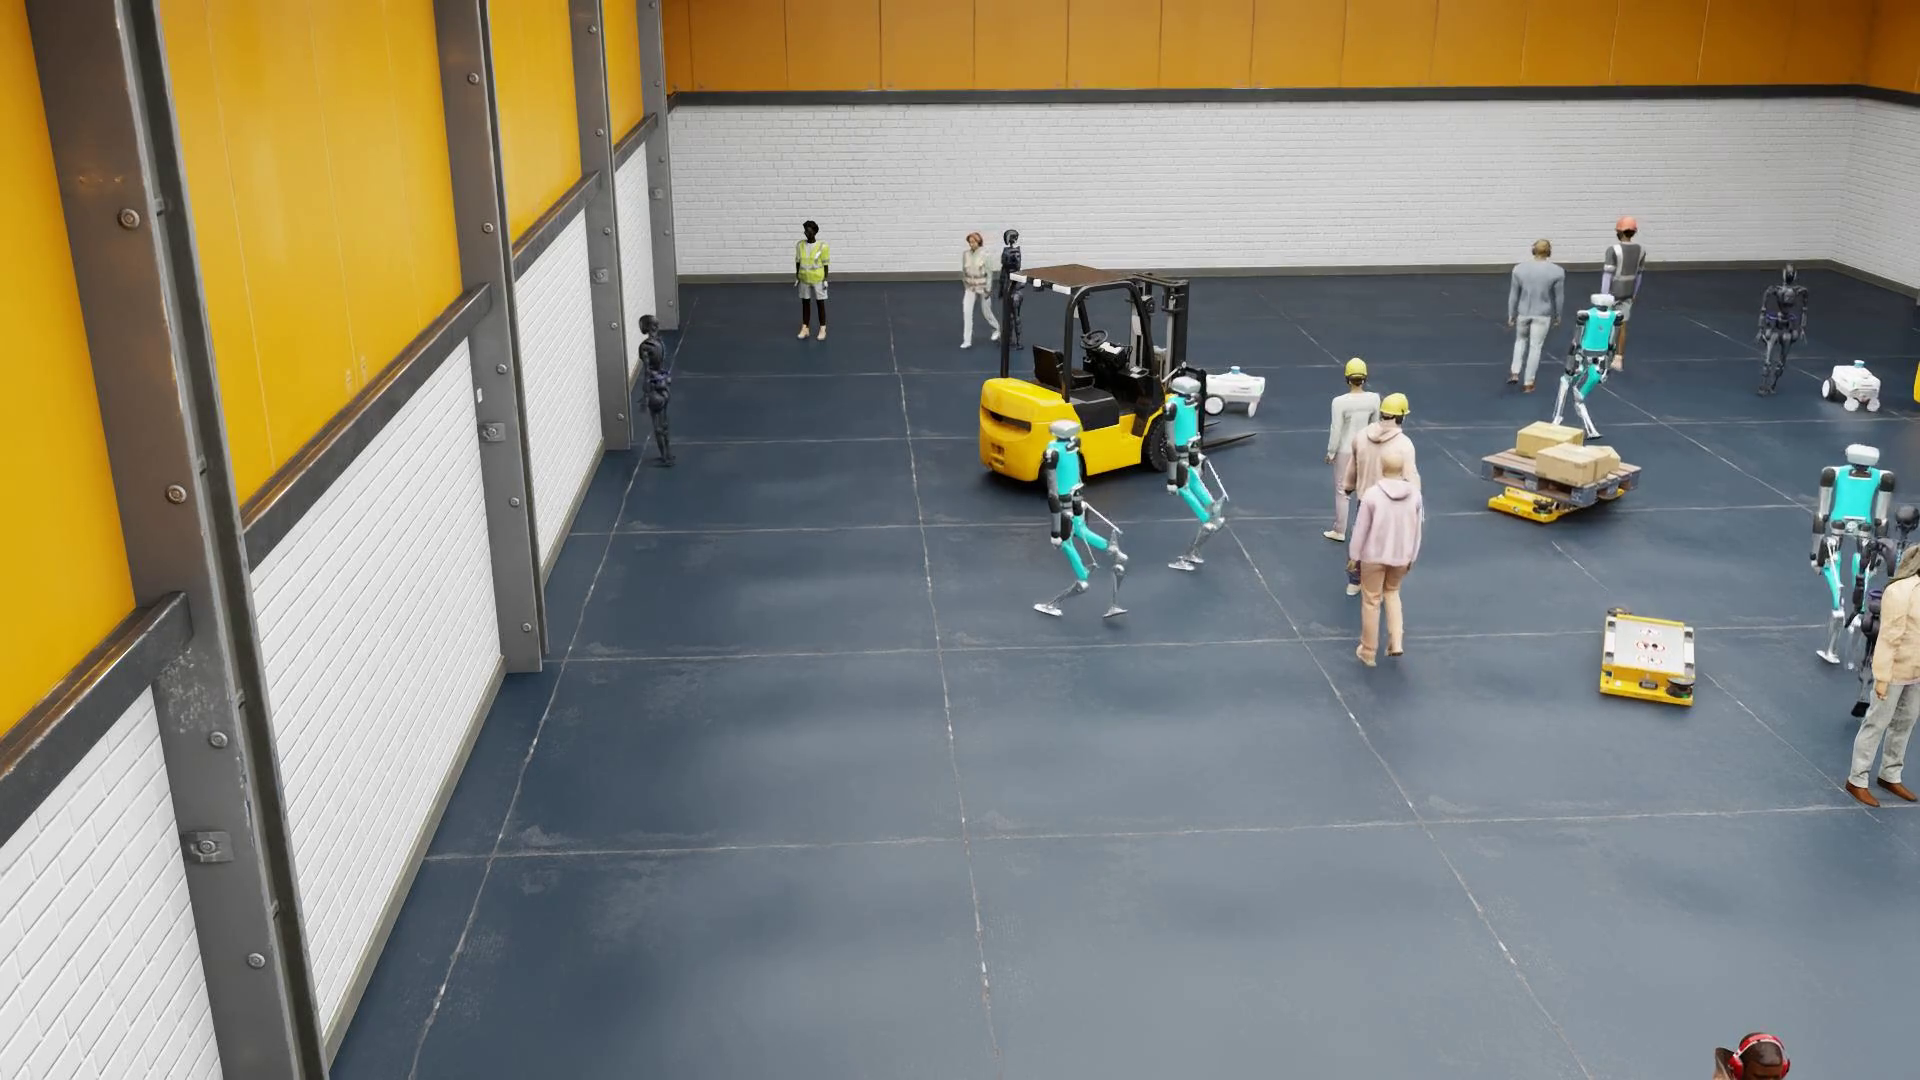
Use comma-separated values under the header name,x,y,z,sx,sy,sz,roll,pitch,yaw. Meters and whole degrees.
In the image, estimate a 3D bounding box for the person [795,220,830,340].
name,x,y,z,sx,sy,sz,roll,pitch,yaw
person,-2.098,-3.687,23.598,0.532,1.697,0.319,7,21,18

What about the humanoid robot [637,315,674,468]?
name,x,y,z,sx,sy,sz,roll,pitch,yaw
humanoid robot,-3.277,-1.611,17.984,0.336,1.668,0.609,3,20,7

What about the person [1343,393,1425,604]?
name,x,y,z,sx,sy,sz,roll,pitch,yaw
person,3.606,-0.352,14.286,0.434,1.855,0.821,-15,25,-36

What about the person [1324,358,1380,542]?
name,x,y,z,sx,sy,sz,roll,pitch,yaw
person,3.706,-0.852,15.779,0.530,1.765,0.322,-7,21,-19

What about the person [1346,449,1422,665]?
name,x,y,z,sx,sy,sz,roll,pitch,yaw
person,3.317,0.148,13.041,0.542,1.772,0.459,-4,20,-10

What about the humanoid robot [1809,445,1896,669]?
name,x,y,z,sx,sy,sz,roll,pitch,yaw
humanoid robot,6.938,0.203,12.977,0.532,1.790,0.780,6,21,16

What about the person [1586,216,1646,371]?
name,x,y,z,sx,sy,sz,roll,pitch,yaw
person,8.662,-3.276,22.014,0.649,2.018,0.671,-6,21,-17

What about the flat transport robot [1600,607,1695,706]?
name,x,y,z,sx,sy,sz,roll,pitch,yaw
flat transport robot,5.437,0.909,13.150,0.659,0.231,1.431,8,22,20

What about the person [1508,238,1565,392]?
name,x,y,z,sx,sy,sz,roll,pitch,yaw
person,7.243,-2.829,20.945,0.646,1.924,0.491,12,23,29

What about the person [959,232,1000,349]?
name,x,y,z,sx,sy,sz,roll,pitch,yaw
person,0.278,-3.520,23.258,0.513,1.610,0.724,11,23,28

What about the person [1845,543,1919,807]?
name,x,y,z,sx,sy,sz,roll,pitch,yaw
person,6.238,0.852,10.993,0.561,1.873,0.390,-6,21,-16

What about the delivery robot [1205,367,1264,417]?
name,x,y,z,sx,sy,sz,roll,pitch,yaw
delivery robot,3.283,-1.791,20.100,0.772,0.600,0.525,3,20,9

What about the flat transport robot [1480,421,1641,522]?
name,x,y,z,sx,sy,sz,roll,pitch,yaw
flat transport robot,6.082,-0.482,16.940,1.431,0.231,0.659,-15,25,-36

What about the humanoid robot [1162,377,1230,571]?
name,x,y,z,sx,sy,sz,roll,pitch,yaw
humanoid robot,2.168,-0.578,15.017,0.673,1.761,0.534,15,25,35

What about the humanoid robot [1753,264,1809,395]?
name,x,y,z,sx,sy,sz,roll,pitch,yaw
humanoid robot,10.248,-2.608,20.722,0.614,1.655,0.554,3,20,7

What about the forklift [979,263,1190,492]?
name,x,y,z,sx,sy,sz,roll,pitch,yaw
forklift,1.315,-1.764,17.646,2.313,2.155,1.214,-14,24,-33

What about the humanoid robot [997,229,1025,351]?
name,x,y,z,sx,sy,sz,roll,pitch,yaw
humanoid robot,0.717,-3.465,23.004,0.315,1.657,0.599,-8,22,-20

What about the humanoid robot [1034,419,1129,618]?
name,x,y,z,sx,sy,sz,roll,pitch,yaw
humanoid robot,1.109,-0.095,13.825,1.006,1.770,0.530,11,23,27

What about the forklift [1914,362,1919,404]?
name,x,y,z,sx,sy,sz,roll,pitch,yaw
forklift,12.602,-2.435,19.475,2.313,2.155,1.214,-1,20,-4

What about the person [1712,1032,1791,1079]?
name,x,y,z,sx,sy,sz,roll,pitch,yaw
person,2.998,2.606,6.514,0.471,1.650,0.310,-3,20,-8

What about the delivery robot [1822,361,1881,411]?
name,x,y,z,sx,sy,sz,roll,pitch,yaw
delivery robot,10.977,-1.905,20.402,0.508,0.595,0.766,3,20,7

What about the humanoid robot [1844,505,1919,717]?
name,x,y,z,sx,sy,sz,roll,pitch,yaw
humanoid robot,6.766,0.557,12.059,0.601,1.641,0.458,14,24,33

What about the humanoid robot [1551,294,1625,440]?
name,x,y,z,sx,sy,sz,roll,pitch,yaw
humanoid robot,7.104,-2.000,18.971,0.558,1.734,1.045,-1,20,-4
